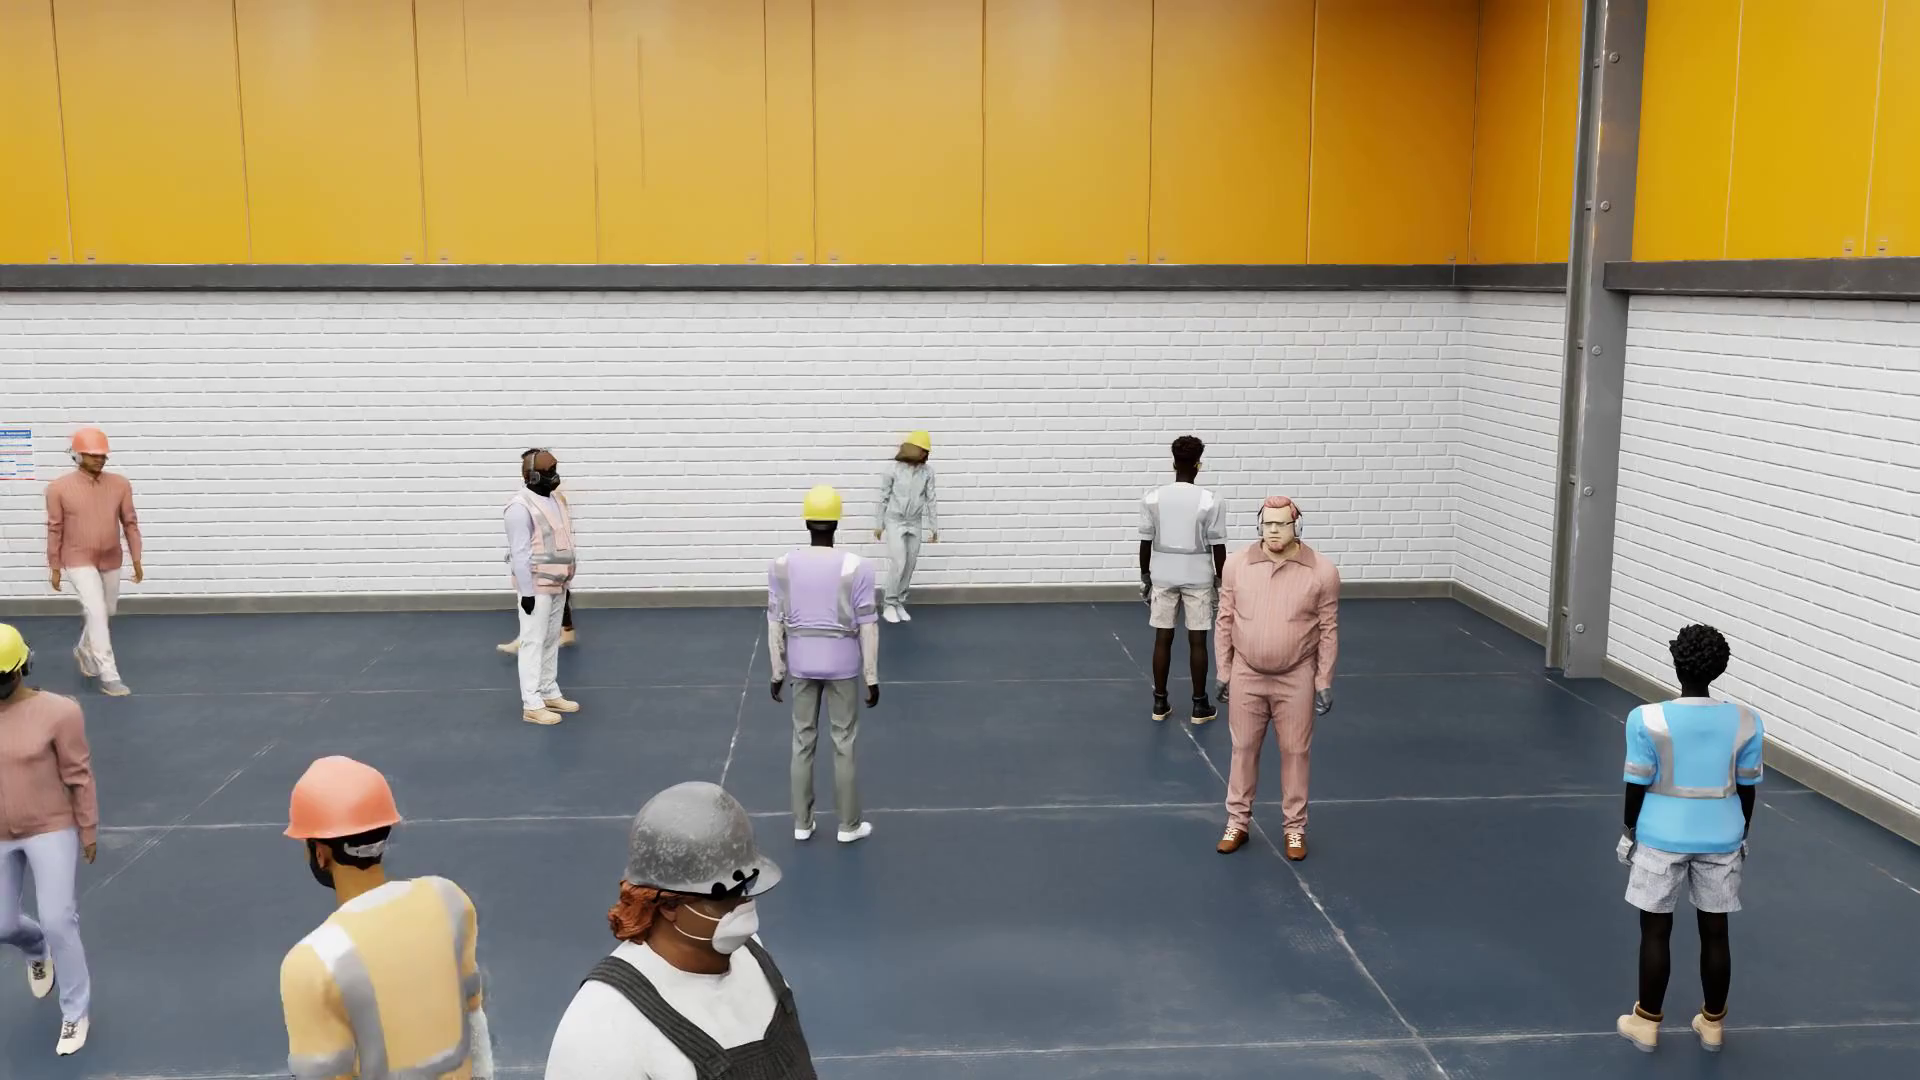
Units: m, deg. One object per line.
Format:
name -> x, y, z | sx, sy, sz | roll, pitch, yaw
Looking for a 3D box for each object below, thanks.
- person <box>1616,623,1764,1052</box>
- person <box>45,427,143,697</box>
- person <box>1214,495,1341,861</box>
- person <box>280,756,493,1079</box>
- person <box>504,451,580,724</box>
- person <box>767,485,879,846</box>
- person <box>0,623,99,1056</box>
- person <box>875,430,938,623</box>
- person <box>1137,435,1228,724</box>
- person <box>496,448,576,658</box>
person -> 2.828, 1.165, 6.481 | 0.536, 1.697, 0.318 | 0, 9, 2
person -> -6.392, 0.126, 12.237 | 0.986, 1.955, 0.619 | 7, 11, 37
person -> 1.632, 0.712, 8.662 | 0.639, 1.911, 0.406 | 3, 10, 19
person -> -1.254, 1.466, 3.972 | 0.812, 1.897, 0.569 | 5, 11, 31
person -> -2.834, 0.315, 11.356 | 0.429, 1.847, 0.621 | 2, 9, 11
person -> -0.730, 0.669, 8.882 | 0.623, 1.925, 0.382 | 2, 9, 11
person -> -3.677, 1.138, 6.567 | 0.538, 1.723, 0.581 | -2, 9, -13
person -> -0.463, -0.118, 14.496 | 0.501, 1.702, 0.535 | -5, 11, -30
person -> 1.514, 0.264, 11.289 | 0.617, 1.964, 0.361 | 4, 10, 21
person -> -3.408, 0.105, 13.252 | 0.857, 1.658, 0.542 | -9, 12, -43
